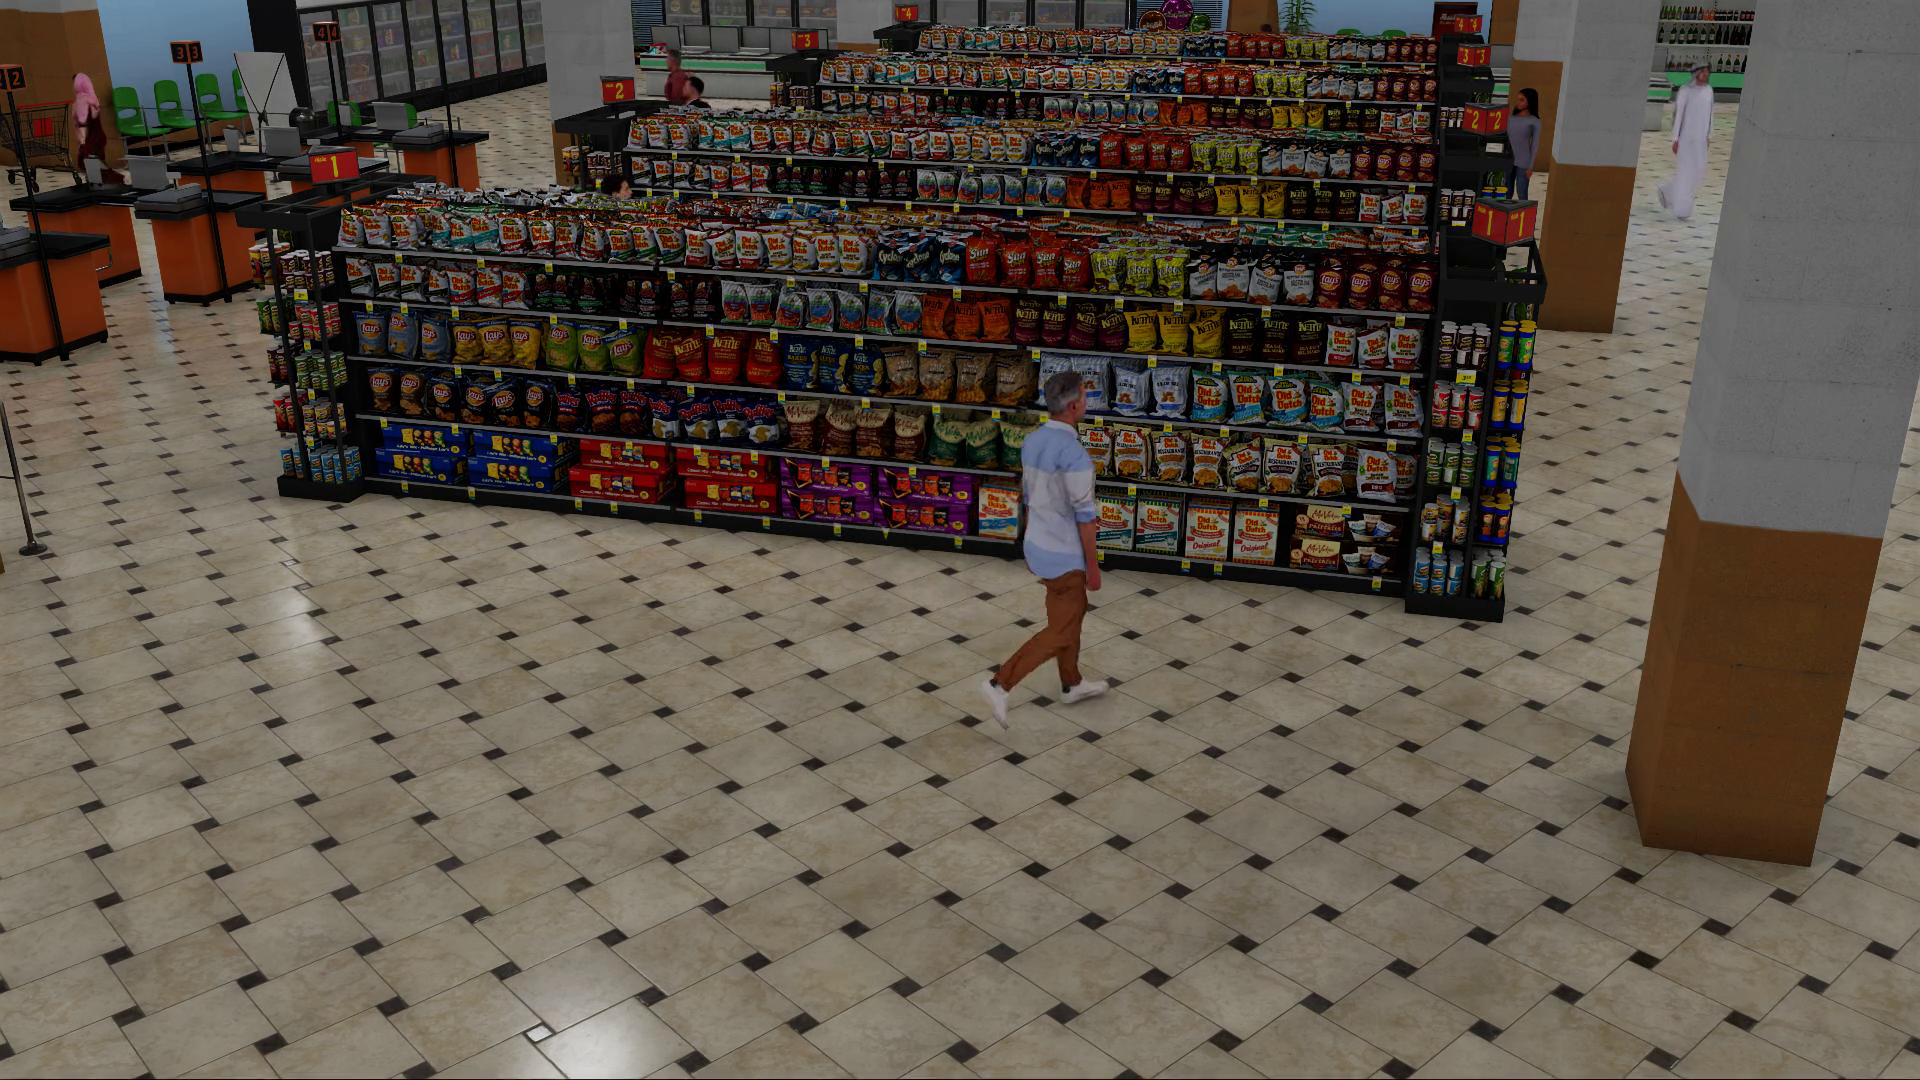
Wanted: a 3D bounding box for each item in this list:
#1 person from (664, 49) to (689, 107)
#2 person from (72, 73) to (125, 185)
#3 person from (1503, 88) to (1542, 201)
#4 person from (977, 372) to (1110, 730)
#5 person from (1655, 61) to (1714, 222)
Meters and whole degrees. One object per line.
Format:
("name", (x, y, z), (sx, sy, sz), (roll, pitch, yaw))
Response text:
("person", (-3.792, -5.791, 22.844), (0.798, 1.817, 0.724), (3, 22, 8))
("person", (-11.344, -5.292, 21.861), (0.863, 1.624, 0.777), (-1, 22, -3))
("person", (6.567, -4.424, 19.544), (0.747, 1.741, 0.661), (-16, 27, -34))
("person", (0.433, 0.081, 8.248), (1.179, 1.803, 1.069), (-10, 24, -22))
("person", (9.008, -4.951, 20.635), (1.079, 1.904, 1.096), (-9, 24, -21))
